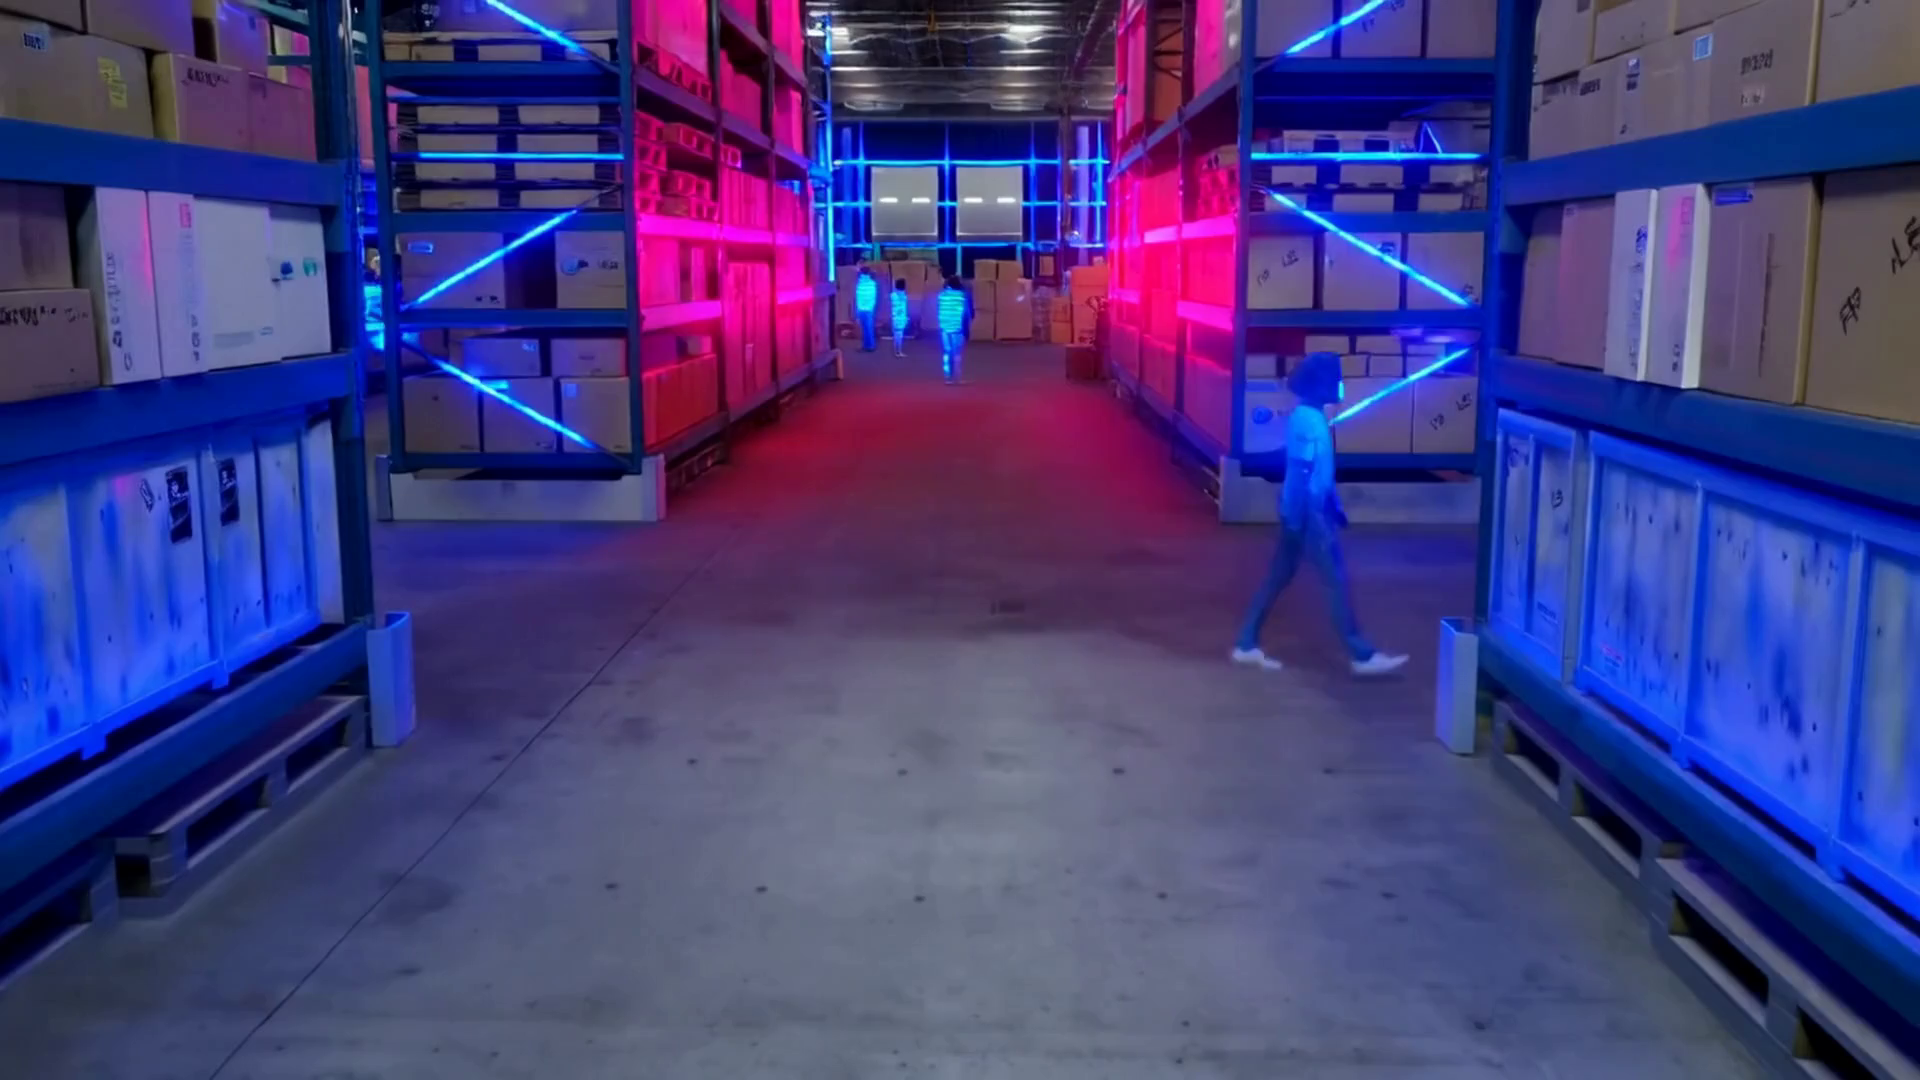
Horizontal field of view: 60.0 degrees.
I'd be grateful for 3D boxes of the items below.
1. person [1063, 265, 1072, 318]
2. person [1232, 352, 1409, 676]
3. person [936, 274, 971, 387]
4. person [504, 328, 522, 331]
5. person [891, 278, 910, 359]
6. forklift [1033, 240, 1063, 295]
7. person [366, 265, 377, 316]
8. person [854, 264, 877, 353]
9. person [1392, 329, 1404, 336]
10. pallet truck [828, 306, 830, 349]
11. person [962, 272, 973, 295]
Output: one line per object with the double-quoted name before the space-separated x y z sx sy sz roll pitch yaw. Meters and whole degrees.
"person" 3.964 -8.976 60.186 0.590 1.923 0.383 -7 12 -34
"person" 1.750 -0.120 8.125 0.858 1.585 0.514 2 10 11
"person" -0.082 -3.395 27.027 0.619 1.838 0.430 8 13 41
"person" -7.556 -3.618 28.151 0.596 1.907 0.576 -9 13 -42
"person" -1.265 -4.666 35.042 0.318 1.700 0.535 -5 11 -29
"forklift" 3.133 -9.316 59.367 1.129 2.768 1.873 0 9 1
"person" -22.180 -9.404 62.740 0.388 1.927 0.589 -6 11 -31
"person" -2.122 -5.180 37.262 0.391 1.986 0.609 -8 12 -40
"person" 10.578 -5.629 40.157 0.425 1.926 0.628 -3 10 -19
"pallet truck" -3.100 -3.940 29.800 1.885 1.965 0.823 3 10 19
"person" 0.339 -8.850 60.136 0.530 1.689 0.321 0 9 -1
